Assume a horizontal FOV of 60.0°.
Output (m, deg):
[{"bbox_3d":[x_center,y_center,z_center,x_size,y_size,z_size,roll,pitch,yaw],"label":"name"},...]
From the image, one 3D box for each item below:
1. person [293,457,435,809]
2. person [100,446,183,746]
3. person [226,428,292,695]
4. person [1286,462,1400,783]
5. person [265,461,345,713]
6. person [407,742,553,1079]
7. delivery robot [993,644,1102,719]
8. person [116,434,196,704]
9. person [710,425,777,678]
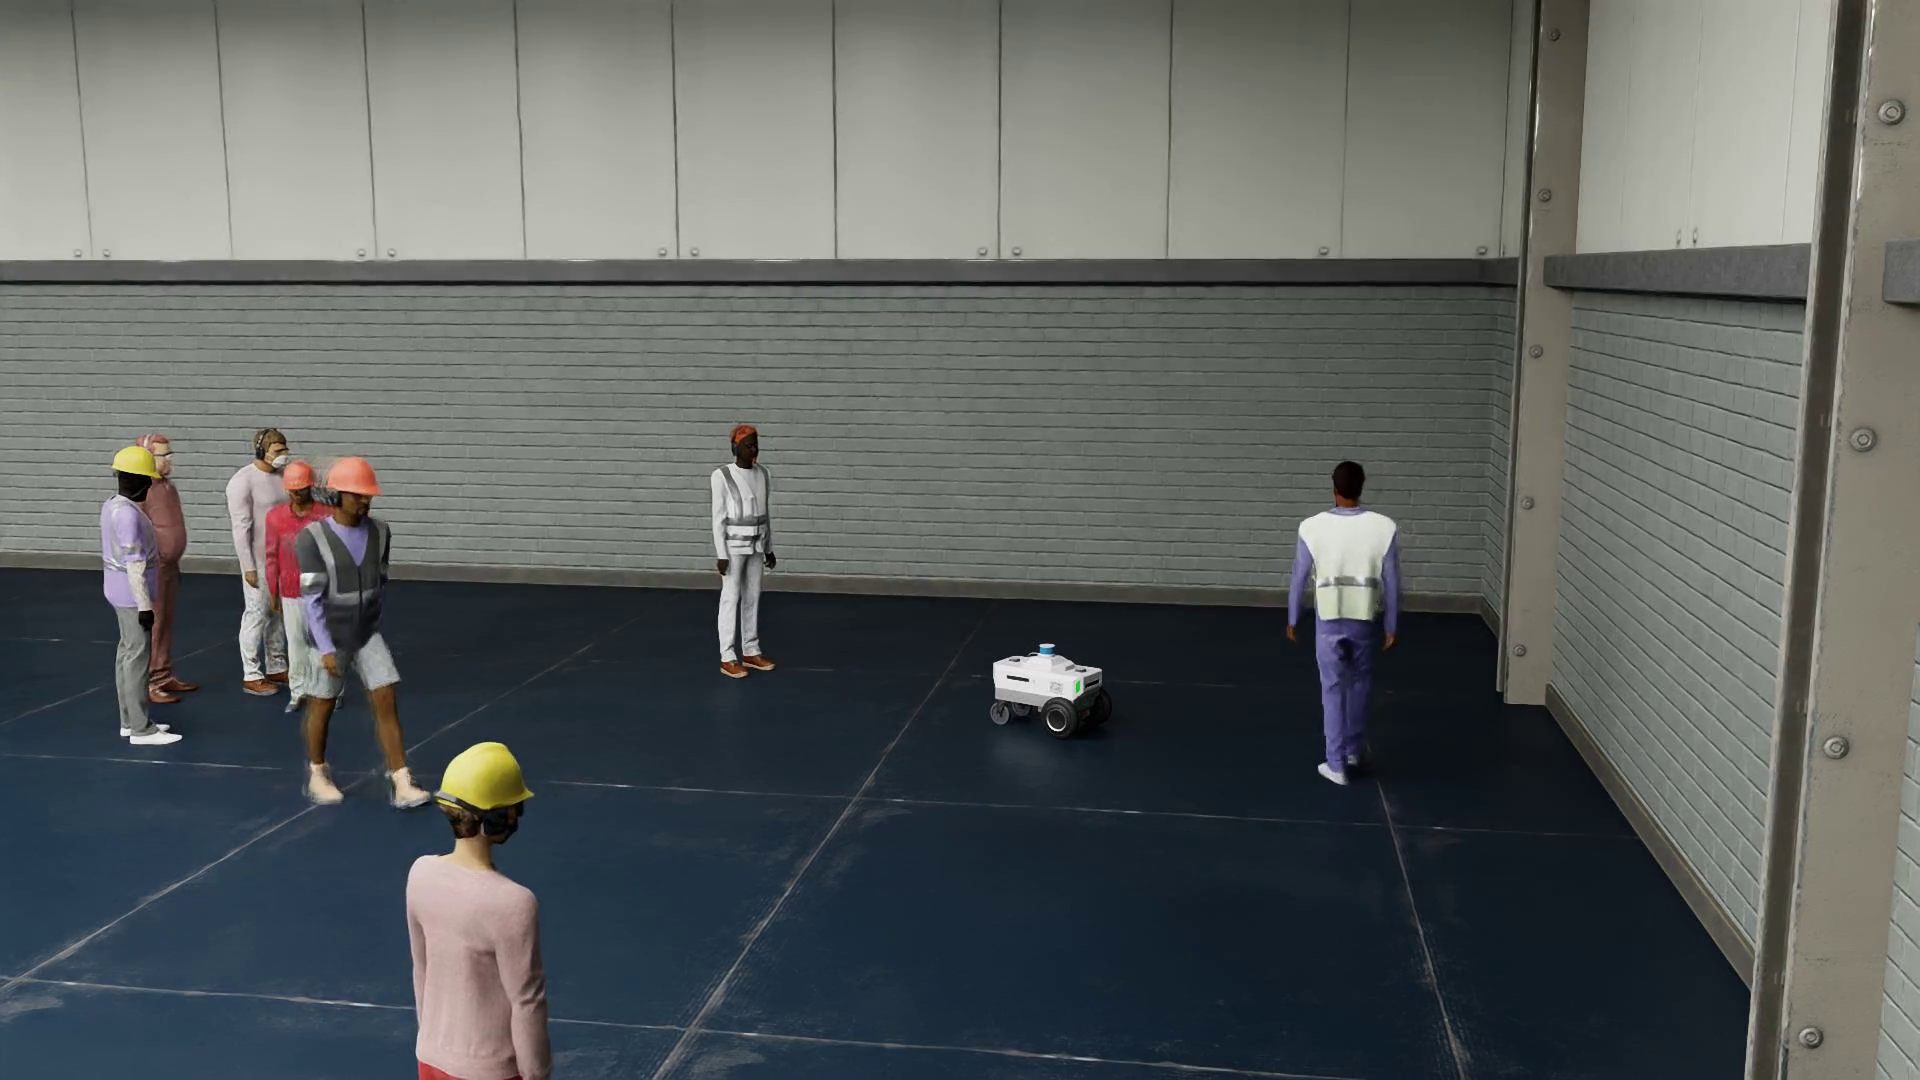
[{"bbox_3d":[-3.358,0.543,9.264,1.038,1.996,0.612,7,12,39],"label":"person"},{"bbox_3d":[-5.273,0.358,10.671,0.382,1.917,0.585,-7,11,-35],"label":"person"},{"bbox_3d":[-4.962,0.151,11.953,0.389,1.925,0.625,3,10,20],"label":"person"},{"bbox_3d":[2.295,0.475,10.016,0.632,1.884,0.715,0,9,2],"label":"person"},{"bbox_3d":[-4.482,0.321,11.417,0.563,1.746,0.348,0,9,-3],"label":"person"},{"bbox_3d":[-1.300,1.424,4.590,0.528,1.760,0.347,7,11,36],"label":"person"},{"bbox_3d":[0.575,0.932,11.030,0.707,0.478,0.477,6,11,35],"label":"delivery robot"},{"bbox_3d":[-5.652,0.201,11.718,0.396,1.898,0.648,0,9,-2],"label":"person"},{"bbox_3d":[-1.620,0.077,12.509,0.355,1.883,0.572,7,12,38],"label":"person"}]
